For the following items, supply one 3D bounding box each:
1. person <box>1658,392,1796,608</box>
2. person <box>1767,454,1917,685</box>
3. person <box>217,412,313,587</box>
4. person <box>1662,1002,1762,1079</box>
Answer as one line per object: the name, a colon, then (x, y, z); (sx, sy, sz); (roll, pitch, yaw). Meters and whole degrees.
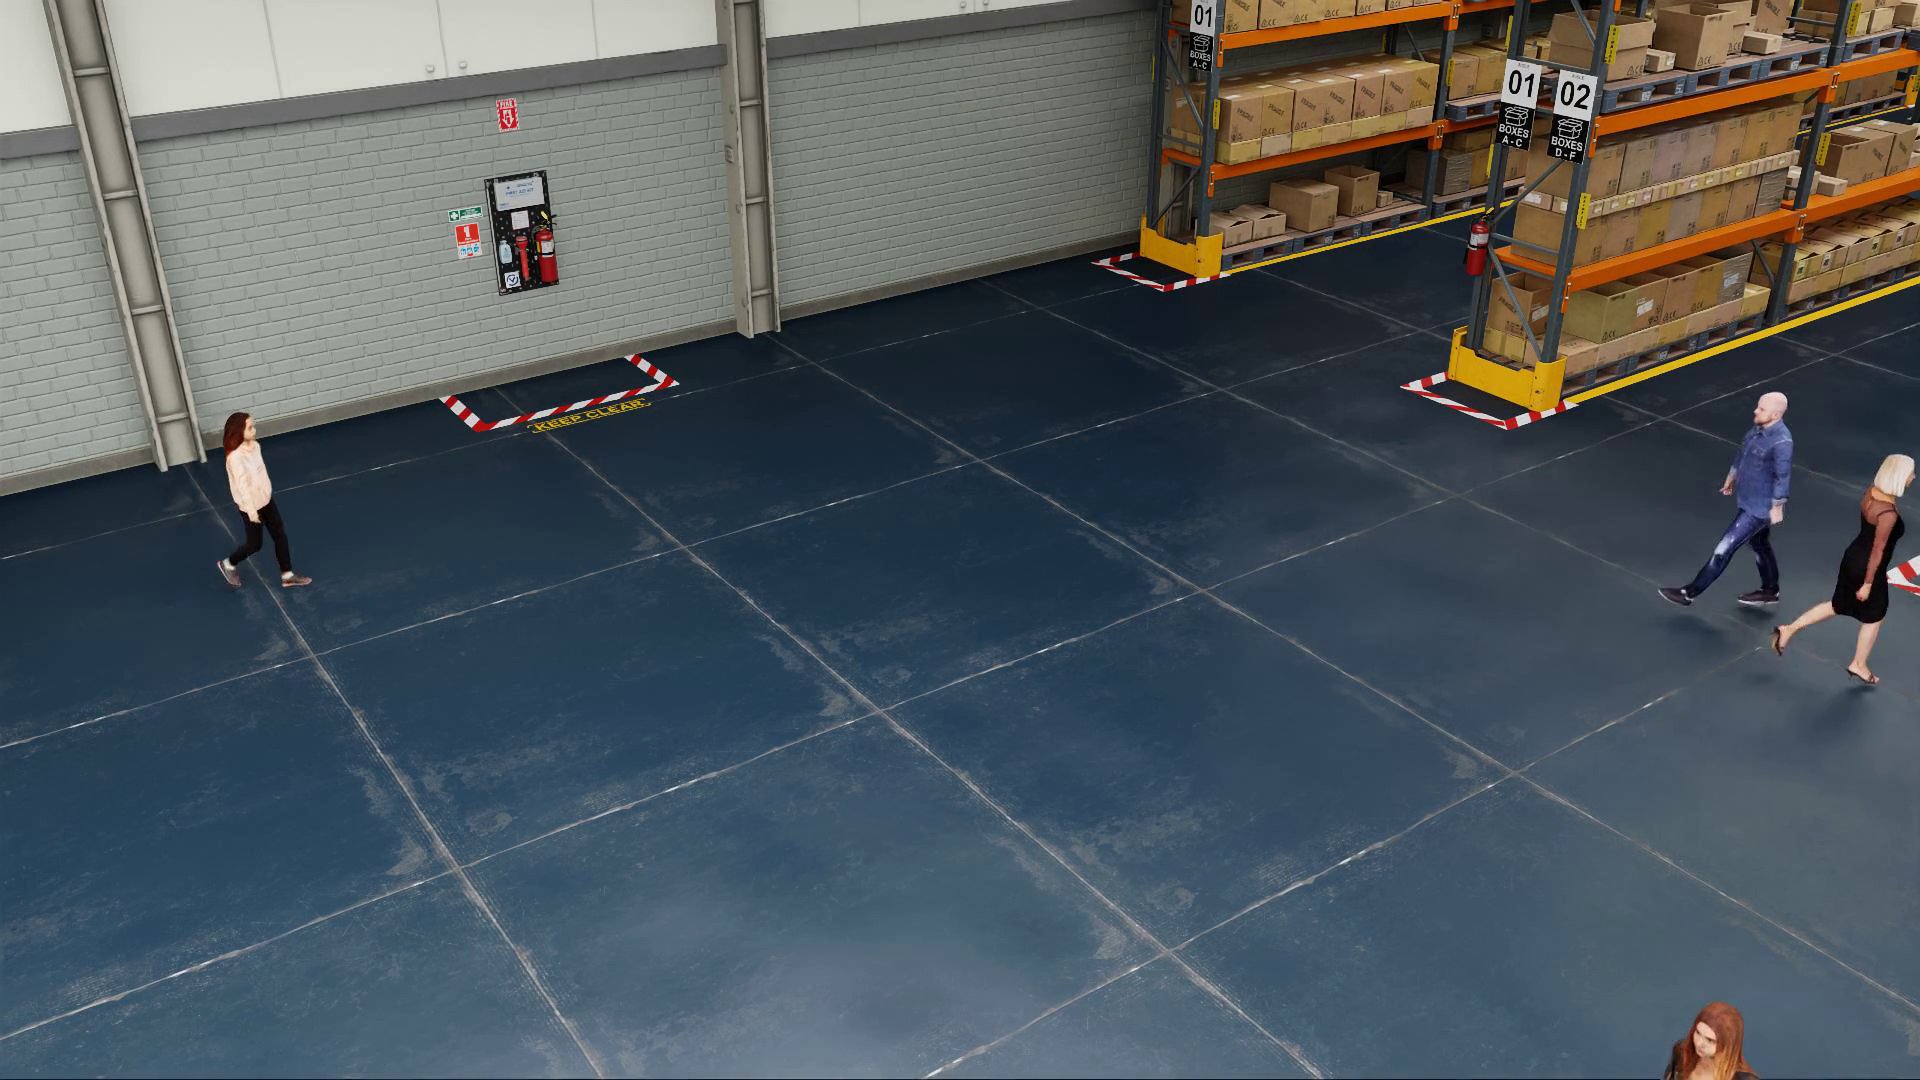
person: (5.969, -0.235, 12.319); (1.307, 1.770, 1.208); (3, 27, 6)
person: (6.165, 0.203, 11.522); (1.053, 1.720, 0.986); (4, 28, 8)
person: (-5.443, -0.269, 12.722); (0.977, 1.461, 0.904); (3, 27, 6)
person: (3.147, 2.569, 6.963); (0.693, 1.687, 0.653); (-14, 30, -25)
